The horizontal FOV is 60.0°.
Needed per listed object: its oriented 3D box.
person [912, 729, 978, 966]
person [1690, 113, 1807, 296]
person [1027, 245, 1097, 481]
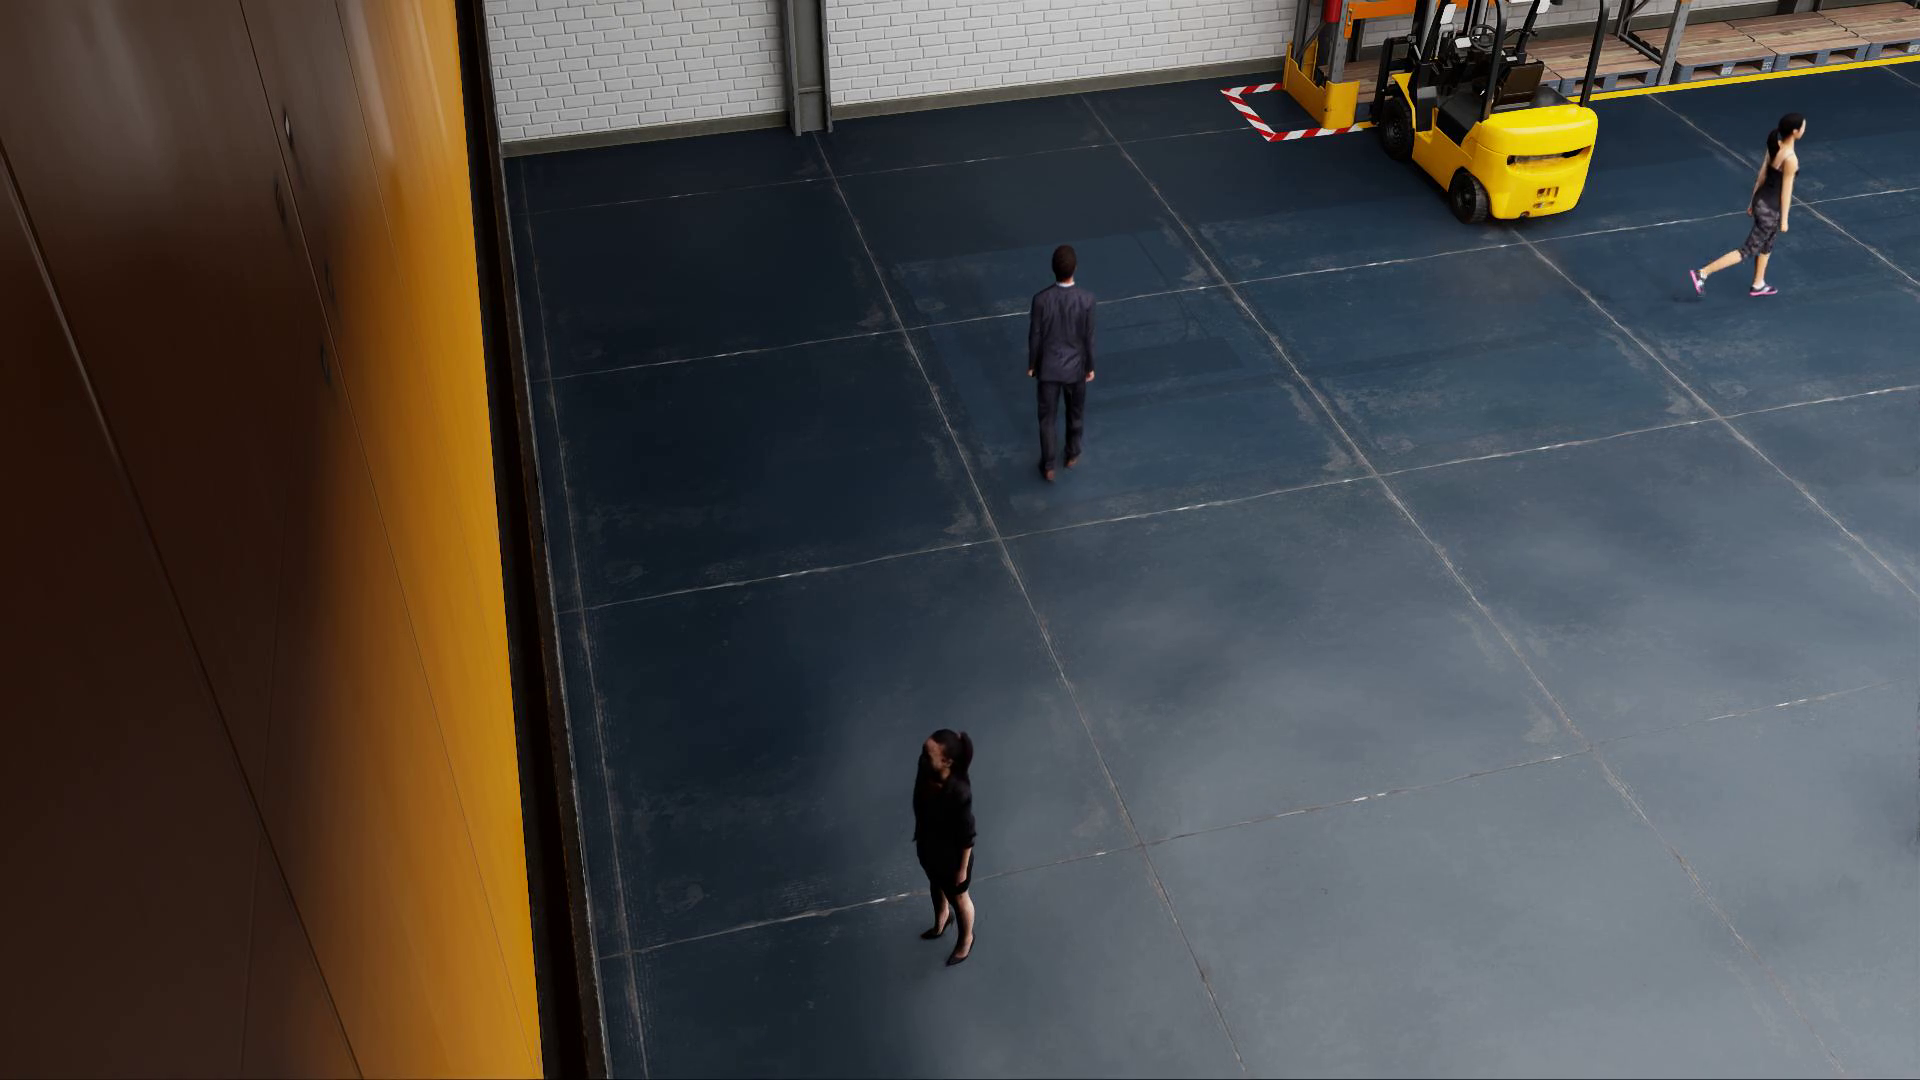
[{"bbox_3d":[-0.071,1.605,8.700,0.637,1.697,0.663,-23,44,-26],"label":"person"},{"bbox_3d":[6.811,-2.804,14.220,1.142,1.698,0.777,0,39,1],"label":"person"},{"bbox_3d":[0.739,-1.270,12.157,0.719,1.876,0.796,0,39,0],"label":"person"}]
